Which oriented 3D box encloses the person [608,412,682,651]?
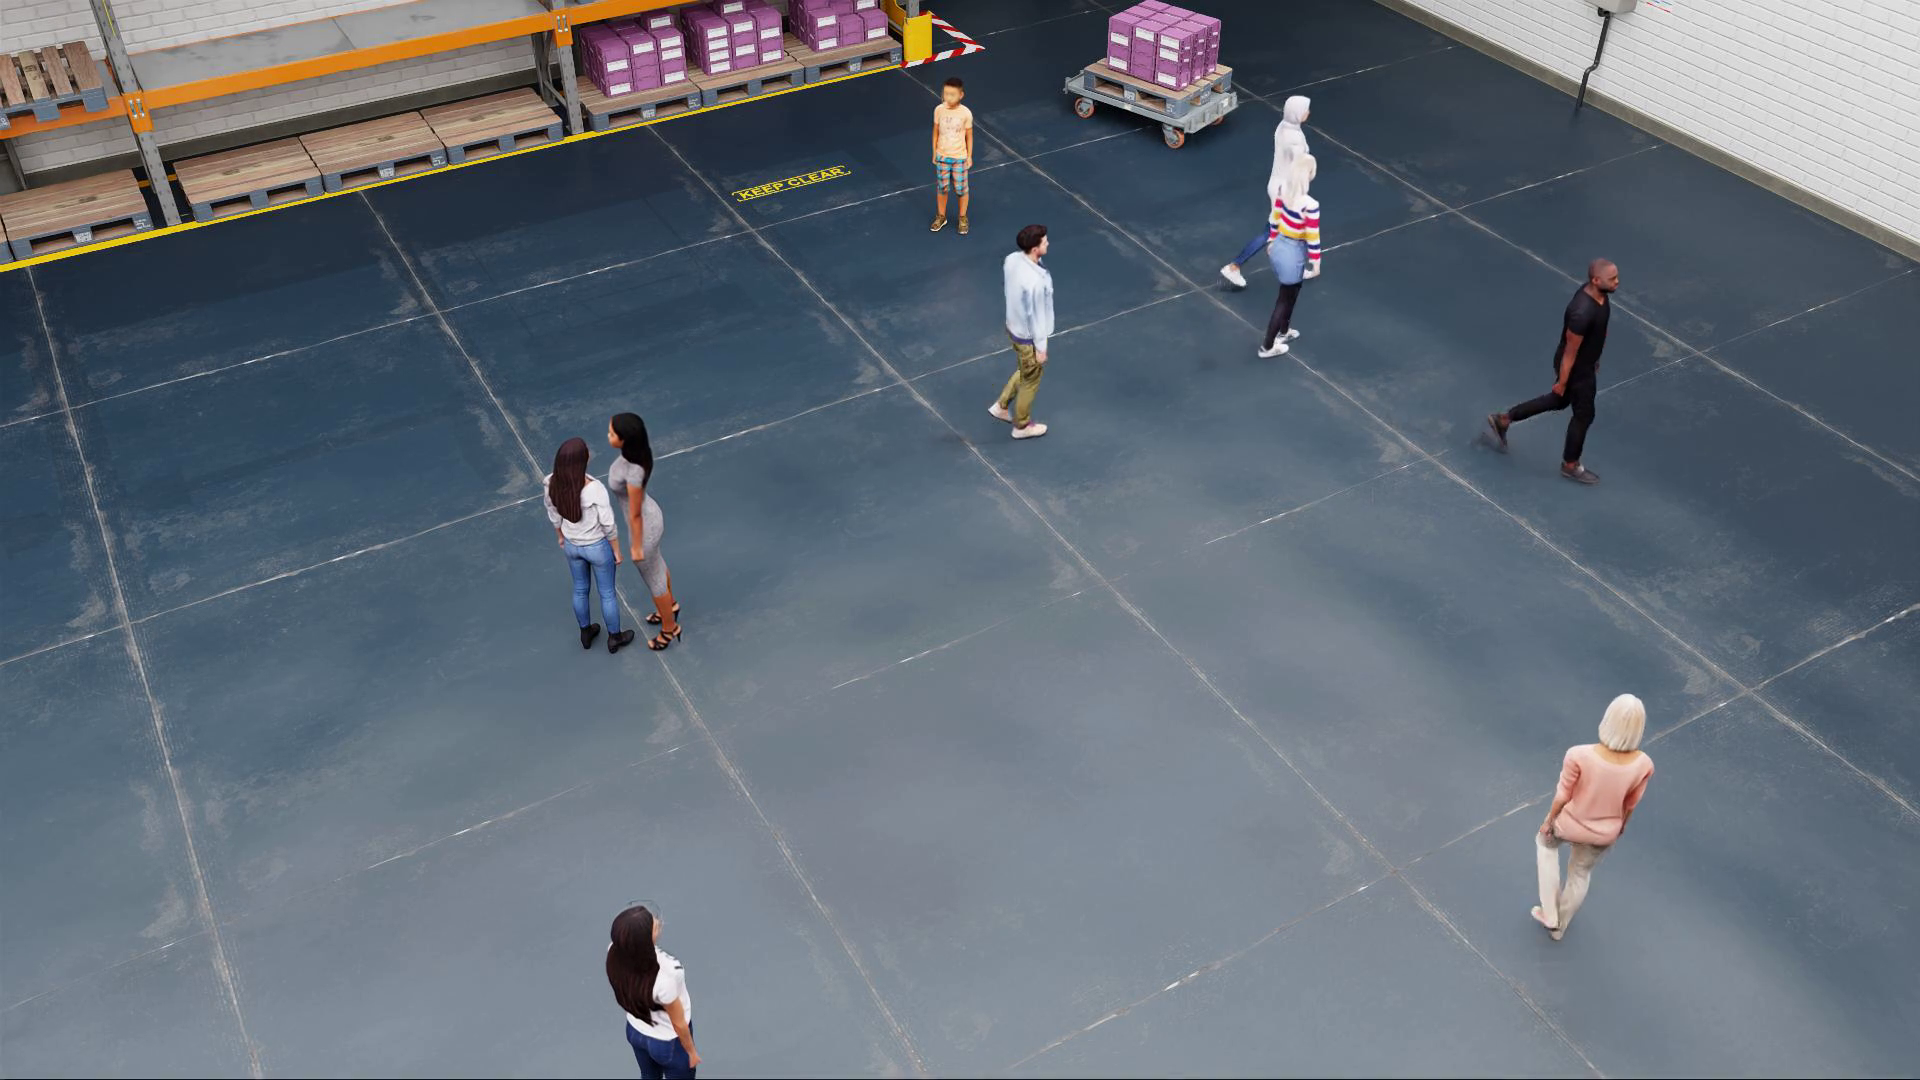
[{"bbox_3d":[-2.011,-0.060,10.659,0.658,1.777,0.650,-5,39,-6],"label":"person"}]

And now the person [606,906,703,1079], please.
[{"bbox_3d":[-1.397,2.307,7.697,0.654,1.775,0.635,26,46,29],"label":"person"}]

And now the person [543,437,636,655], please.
[{"bbox_3d":[-2.385,0.041,10.649,0.674,1.632,0.722,11,40,14],"label":"person"}]

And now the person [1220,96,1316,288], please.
[{"bbox_3d":[2.695,-2.952,14.308,1.207,1.742,0.924,-4,39,-5],"label":"person"}]

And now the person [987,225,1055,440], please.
[{"bbox_3d":[0.422,-1.536,12.488,0.777,1.802,0.759,-12,40,-15],"label":"person"}]

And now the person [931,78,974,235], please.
[{"bbox_3d":[-0.070,-3.536,15.265,0.596,1.461,0.659,9,39,11],"label":"person"}]

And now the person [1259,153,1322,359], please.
[{"bbox_3d":[2.586,-2.263,13.404,0.704,1.795,0.685,-16,41,-20],"label":"person"}]

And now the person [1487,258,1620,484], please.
[{"bbox_3d":[4.416,-1.278,12.174,1.111,1.790,1.182,19,42,22],"label":"person"}]

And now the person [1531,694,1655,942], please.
[{"bbox_3d":[3.290,1.534,8.714,0.714,1.714,0.786,5,39,6],"label":"person"}]
